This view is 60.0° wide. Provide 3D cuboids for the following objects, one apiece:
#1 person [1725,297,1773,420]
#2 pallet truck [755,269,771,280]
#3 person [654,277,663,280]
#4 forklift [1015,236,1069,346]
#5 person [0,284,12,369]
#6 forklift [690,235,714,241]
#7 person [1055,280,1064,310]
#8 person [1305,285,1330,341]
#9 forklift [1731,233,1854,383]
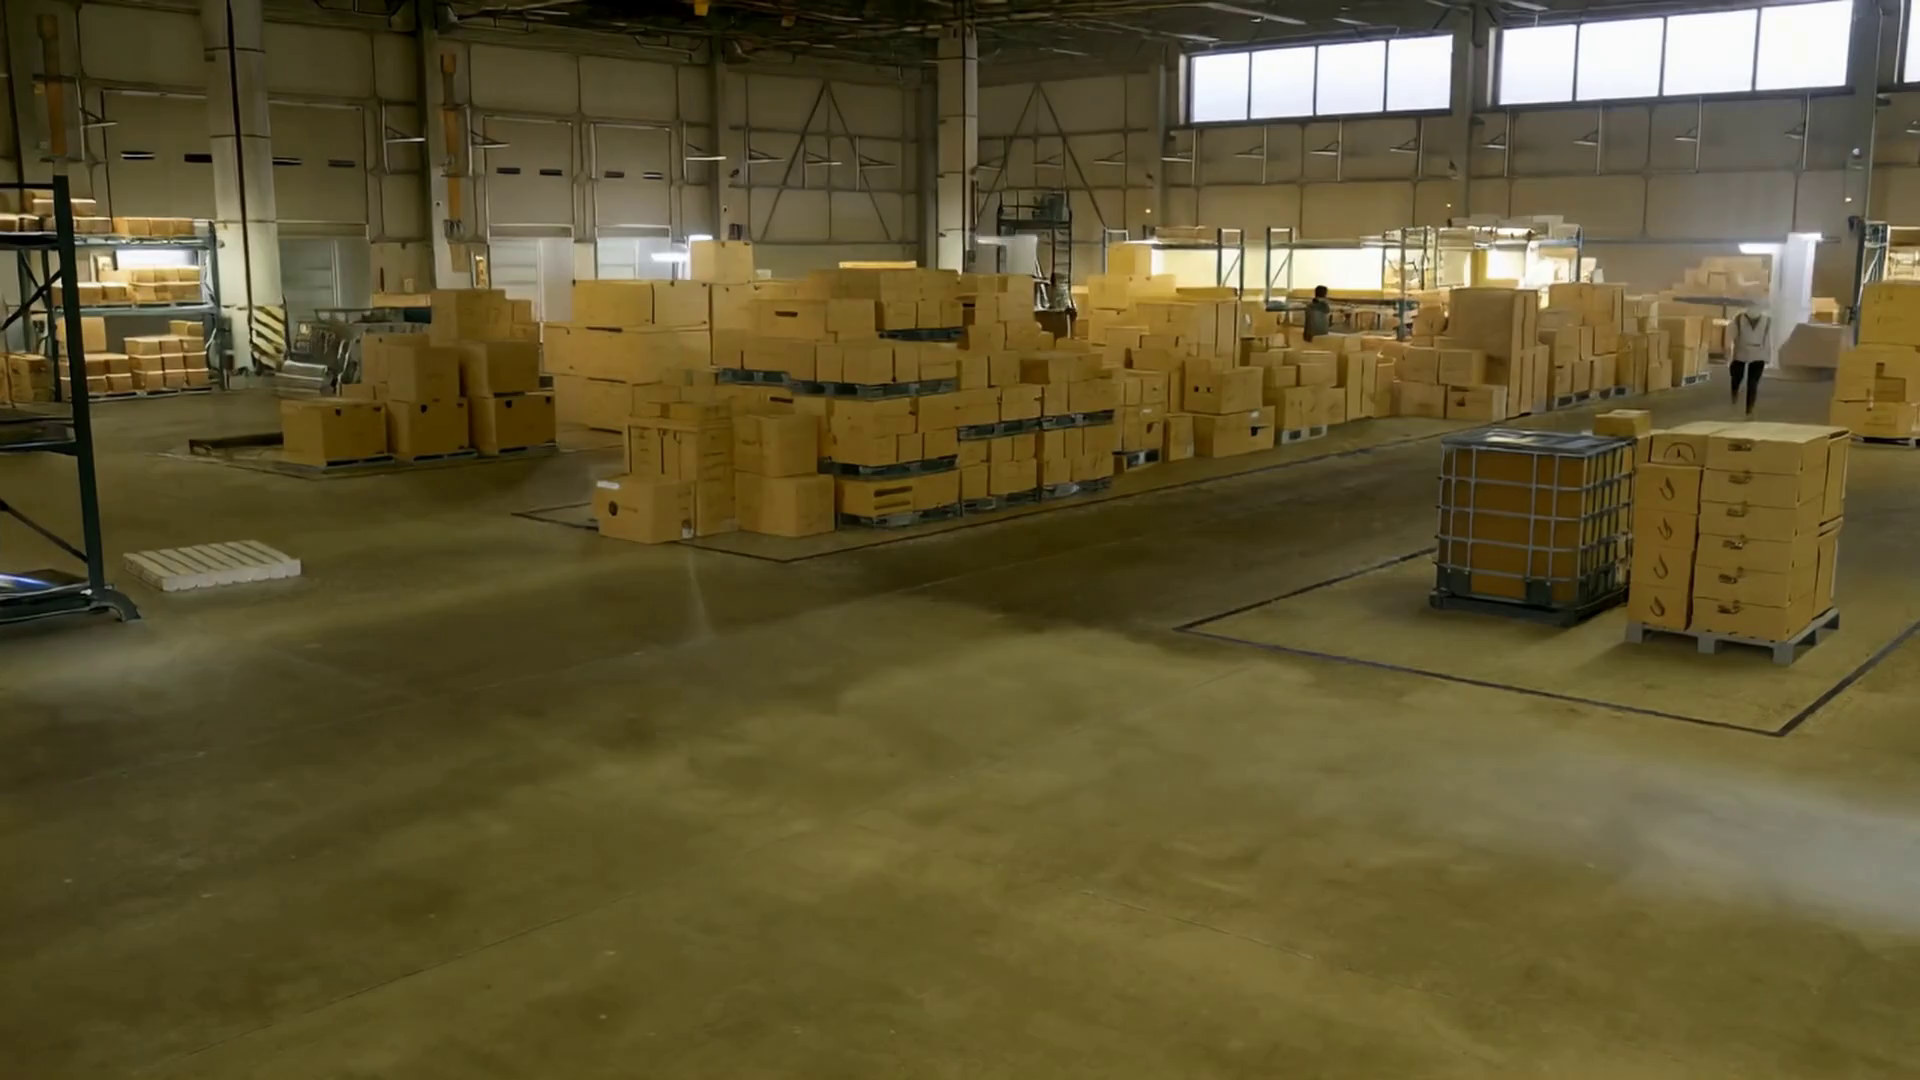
[{"bbox_3d":[11.808,-2.728,24.934,0.638,1.823,0.709,3,10,18],"label":"person"},{"bbox_3d":[-4.996,-6.432,45.525,1.885,1.965,0.823,-6,12,-32],"label":"pallet truck"},{"bbox_3d":[-6.505,-4.725,36.016,0.636,1.930,0.371,-4,11,-23],"label":"person"},{"bbox_3d":[1.540,-5.658,38.608,1.873,2.768,1.129,2,10,14],"label":"forklift"},{"bbox_3d":[-18.188,-3.935,31.509,0.368,1.928,0.585,-3,11,-19],"label":"person"},{"bbox_3d":[-5.724,-5.367,36.947,1.873,2.768,1.129,-3,10,-18],"label":"forklift"},{"bbox_3d":[2.750,-6.466,46.572,0.318,1.699,0.535,-1,10,-4],"label":"person"},{"bbox_3d":[6.088,-3.374,28.328,0.378,1.931,0.624,9,13,41],"label":"person"},{"bbox_3d":[16.027,-4.469,31.837,1.873,2.768,1.129,8,13,40],"label":"forklift"}]
